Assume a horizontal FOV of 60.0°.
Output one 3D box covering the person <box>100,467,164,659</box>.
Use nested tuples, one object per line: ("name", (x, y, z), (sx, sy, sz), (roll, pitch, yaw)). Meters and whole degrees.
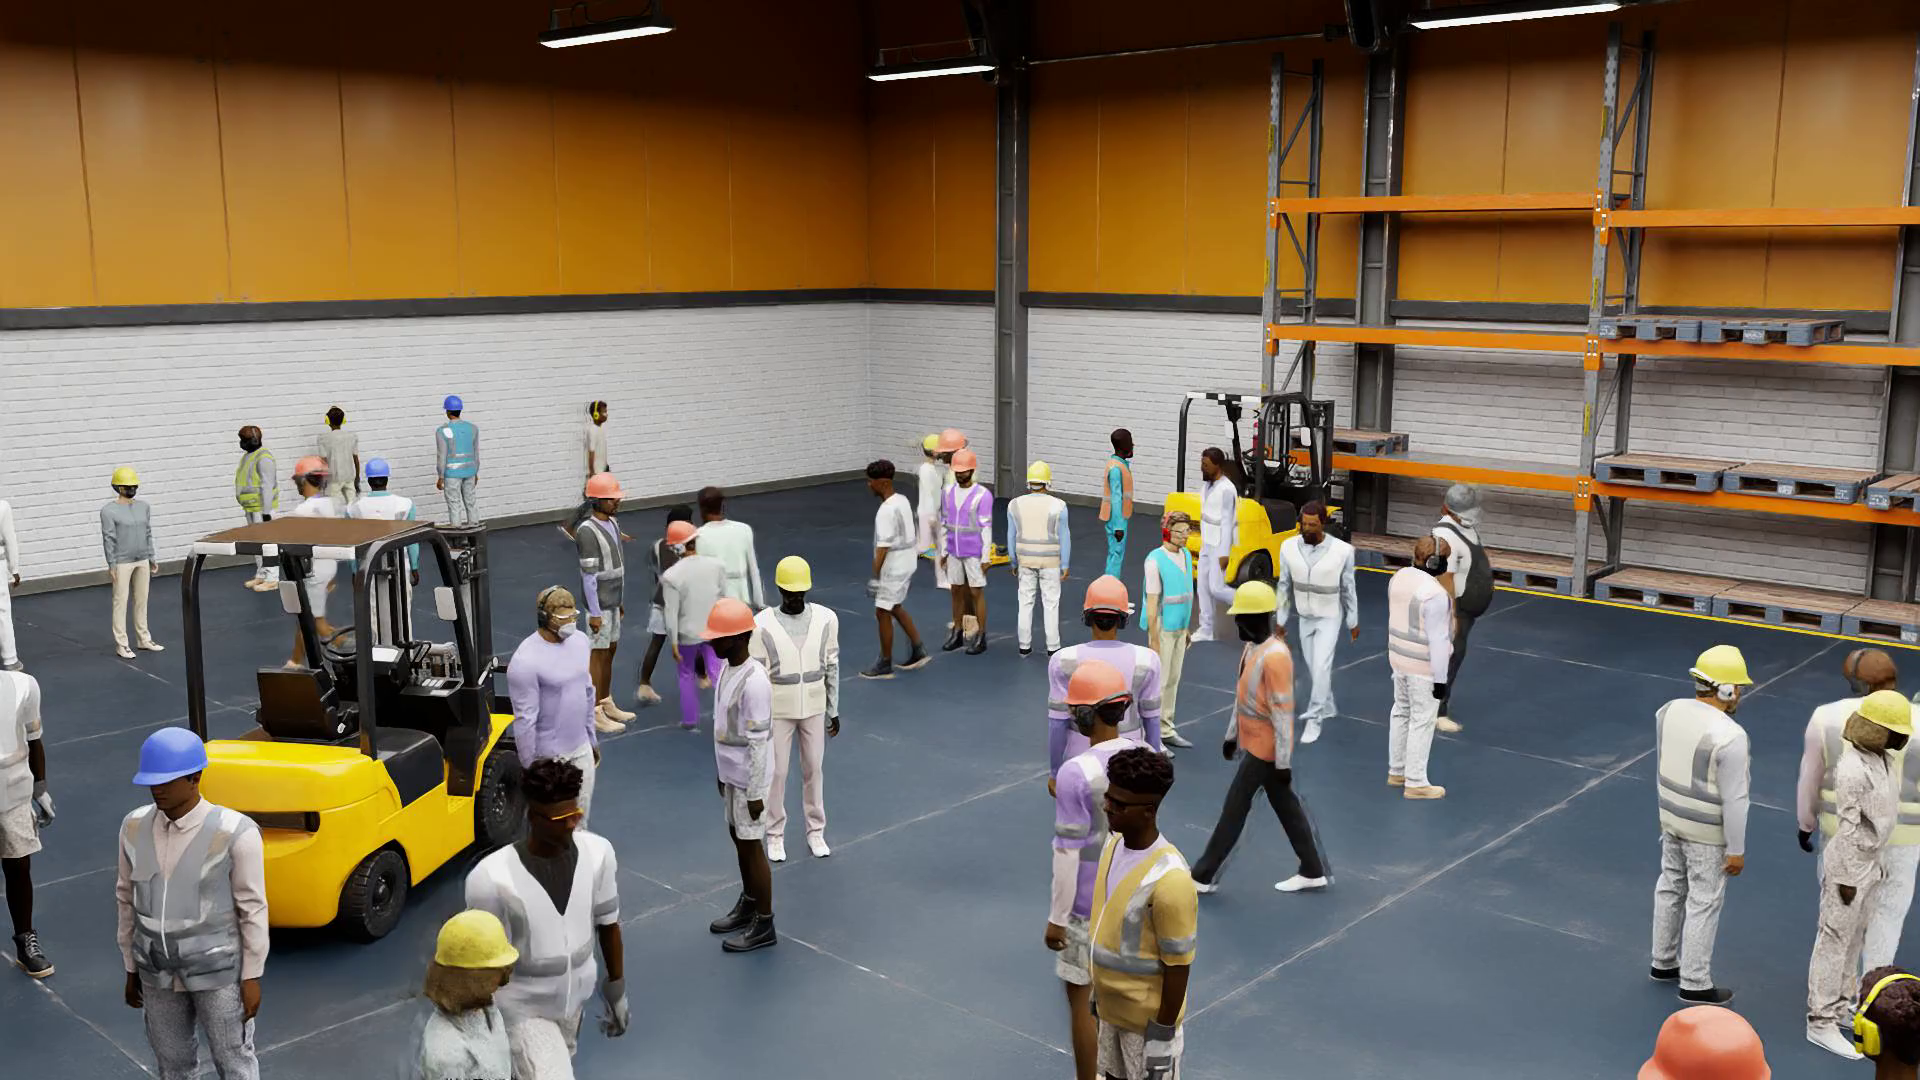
("person", (-7.670, 0.199, 15.395), (0.308, 1.769, 0.524), (4, 11, 22))

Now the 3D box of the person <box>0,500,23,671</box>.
("person", (-8.594, 0.274, 14.629), (0.575, 1.884, 0.355), (-4, 11, -23))

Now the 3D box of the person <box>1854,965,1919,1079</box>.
("person", (2.474, 2.065, 4.514), (0.510, 1.861, 0.324), (-2, 10, -11))

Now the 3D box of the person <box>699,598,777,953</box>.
("person", (-1.193, 1.254, 8.940), (0.387, 1.928, 0.549), (-4, 11, -22))

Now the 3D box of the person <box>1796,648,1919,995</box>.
("person", (4.507, 1.440, 8.211), (0.700, 1.819, 0.431), (7, 12, 33))

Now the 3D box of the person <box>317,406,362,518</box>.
("person", (-7.515, -0.686, 20.137), (0.521, 1.873, 0.335), (-8, 13, -38))

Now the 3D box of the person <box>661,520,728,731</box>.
("person", (-1.989, 0.697, 12.751), (0.599, 1.716, 0.788), (-7, 12, -35))

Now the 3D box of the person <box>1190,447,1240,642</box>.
("person", (2.515, 0.051, 15.873), (0.667, 1.898, 0.607), (-3, 10, -16))

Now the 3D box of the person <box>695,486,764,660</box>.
("person", (-1.894, 0.522, 13.204), (0.632, 1.891, 0.496), (-9, 13, -41))

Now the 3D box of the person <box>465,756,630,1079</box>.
("person", (-1.590, 1.720, 6.351), (1.059, 1.906, 0.615), (9, 14, 43))

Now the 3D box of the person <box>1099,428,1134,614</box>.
("person", (1.635, -0.202, 17.231), (0.382, 1.921, 0.597), (1, 10, 7))

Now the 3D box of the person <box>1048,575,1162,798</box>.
("person", (0.769, 1.196, 8.928), (0.613, 2.043, 0.374), (0, 10, -3))

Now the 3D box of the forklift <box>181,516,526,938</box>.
("forklift", (-3.583, 0.976, 9.748), (1.214, 2.155, 2.313), (2, 10, 11))

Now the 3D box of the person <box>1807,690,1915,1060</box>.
("person", (4.250, 1.545, 7.821), (0.486, 1.735, 0.322), (-9, 14, -43))

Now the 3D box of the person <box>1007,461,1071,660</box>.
("person", (0.734, 0.188, 15.257), (0.592, 1.836, 0.404), (3, 10, 18))

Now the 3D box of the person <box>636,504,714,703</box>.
("person", (-2.393, 0.526, 13.876), (0.539, 1.647, 0.914), (6, 11, 29))

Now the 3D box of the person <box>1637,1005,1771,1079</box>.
("person", (1.865, 2.082, 4.228), (0.393, 1.925, 0.555), (1, 10, 3))

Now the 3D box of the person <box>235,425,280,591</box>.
("person", (-7.756, -0.356, 18.374), (0.429, 1.837, 0.629), (-8, 13, -40))

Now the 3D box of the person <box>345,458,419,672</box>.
("person", (-5.074, 0.243, 14.659), (0.605, 1.939, 0.416), (-2, 10, -13))

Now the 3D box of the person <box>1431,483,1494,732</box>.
("person", (3.934, 0.461, 13.119), (0.535, 2.000, 0.903), (4, 11, 20))

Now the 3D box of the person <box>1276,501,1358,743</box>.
("person", (2.796, 0.586, 12.979), (0.611, 1.859, 0.856), (7, 12, 36))

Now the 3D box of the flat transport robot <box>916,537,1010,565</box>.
("flat transport robot", (-0.111, 0.112, 20.138), (0.652, 0.197, 1.431), (-9, 13, -40))

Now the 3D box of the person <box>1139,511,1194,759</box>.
("person", (1.539, 0.684, 12.403), (0.372, 1.843, 0.570), (7, 12, 33))

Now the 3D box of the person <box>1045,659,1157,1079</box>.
("person", (0.592, 1.514, 7.167), (0.403, 2.031, 0.613), (9, 14, 42))

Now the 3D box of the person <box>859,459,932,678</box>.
("person", (-0.558, 0.255, 14.553), (0.672, 1.949, 0.728), (3, 10, 14))

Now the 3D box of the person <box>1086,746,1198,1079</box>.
("person", (0.647, 1.715, 6.189), (0.367, 1.967, 0.607), (-4, 11, -20))

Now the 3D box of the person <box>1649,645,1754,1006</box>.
("person", (3.705, 1.418, 8.306), (0.403, 1.821, 0.601), (-2, 10, -13))

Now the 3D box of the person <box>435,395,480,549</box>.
("person", (-6.257, -0.832, 20.737), (0.384, 1.951, 0.605), (7, 12, 37))

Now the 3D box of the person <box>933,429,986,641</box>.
("person", (0.030, -0.067, 16.178), (0.529, 2.035, 0.785), (3, 10, 15))

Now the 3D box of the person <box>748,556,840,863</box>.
("person", (-1.012, 1.034, 10.226), (0.581, 1.919, 0.399), (-4, 11, -22))

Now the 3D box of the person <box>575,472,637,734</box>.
("person", (-2.758, 0.482, 12.994), (0.373, 2.043, 0.615), (1, 10, 6))

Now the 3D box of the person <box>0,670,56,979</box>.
("person", (-4.947, 1.317, 8.458), (0.361, 1.964, 0.615), (9, 14, 42))

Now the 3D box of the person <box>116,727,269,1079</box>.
("person", (-2.999, 1.669, 6.507), (0.601, 1.948, 0.386), (1, 10, 7))

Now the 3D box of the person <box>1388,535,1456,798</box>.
("person", (3.167, 0.868, 11.416), (0.429, 1.830, 0.639), (-2, 10, -14))

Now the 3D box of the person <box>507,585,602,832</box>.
("person", (-2.247, 1.190, 9.303), (0.381, 1.927, 0.641), (4, 11, 23))

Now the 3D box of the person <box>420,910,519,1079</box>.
("person", (-1.624, 1.995, 5.340), (0.883, 1.705, 0.498), (0, 10, 2))

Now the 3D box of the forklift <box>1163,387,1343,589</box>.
("forklift", (3.298, -0.608, 18.767), (1.214, 2.155, 2.313), (9, 13, 42))

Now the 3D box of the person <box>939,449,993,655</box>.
("person", (0.037, 0.109, 15.460), (0.545, 1.928, 0.402), (7, 12, 35))

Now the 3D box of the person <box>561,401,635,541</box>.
("person", (-4.698, -0.880, 21.339), (0.899, 1.842, 0.512), (-2, 10, -9))

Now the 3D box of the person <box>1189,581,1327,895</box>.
("person", (1.696, 1.156, 9.641), (1.005, 1.867, 0.614), (0, 10, 2))
